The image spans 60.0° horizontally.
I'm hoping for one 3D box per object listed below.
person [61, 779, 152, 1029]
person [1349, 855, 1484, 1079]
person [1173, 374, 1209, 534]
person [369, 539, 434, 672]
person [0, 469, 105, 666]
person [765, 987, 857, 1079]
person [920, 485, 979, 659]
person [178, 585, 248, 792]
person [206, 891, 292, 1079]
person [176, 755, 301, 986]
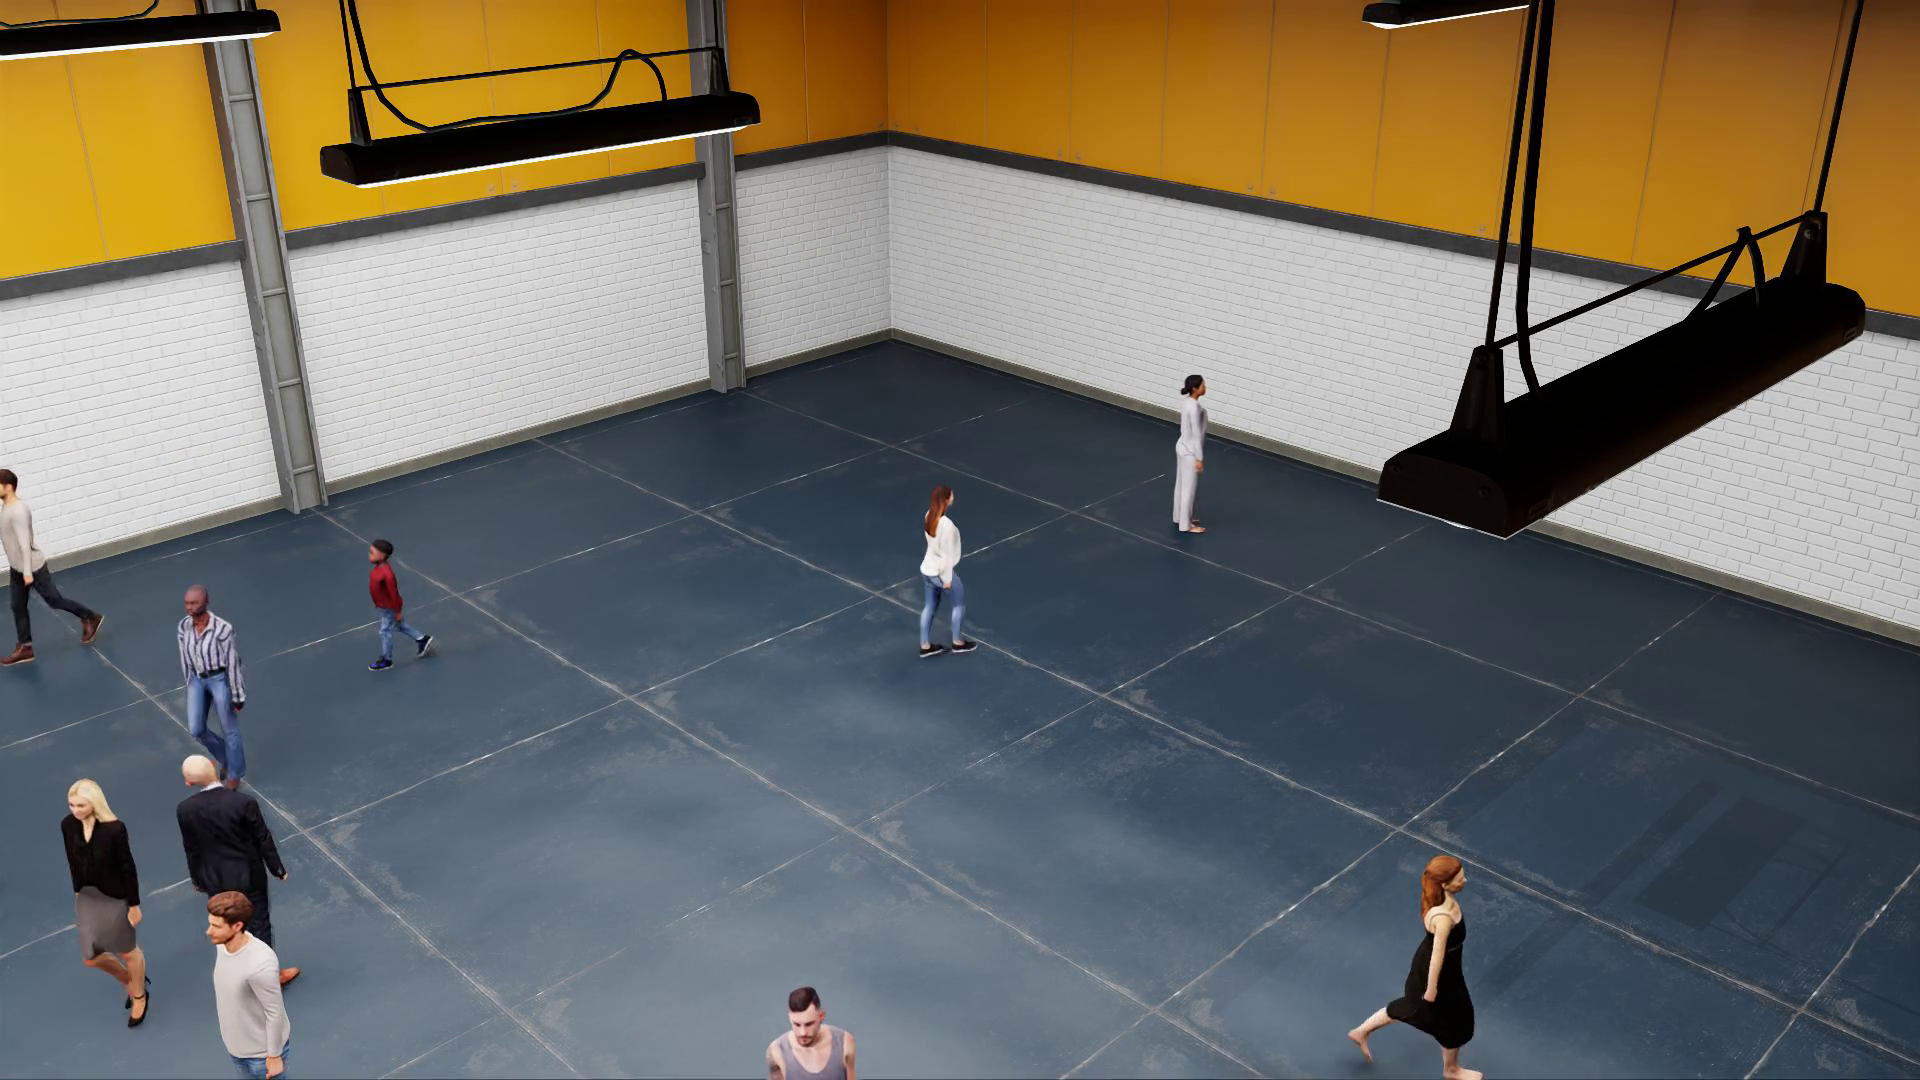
[{"bbox_3d":[-5.316,2.252,10.506,0.769,1.833,0.817,3,24,7],"label":"person"},{"bbox_3d":[2.783,2.587,10.039,1.008,1.594,1.061,4,24,10],"label":"person"},{"bbox_3d":[2.479,-0.956,17.967,0.759,1.736,0.718,-2,24,-4],"label":"person"},{"bbox_3d":[-5.117,0.563,15.105,0.882,1.244,0.635,-13,27,-26],"label":"person"},{"bbox_3d":[-8.389,0.220,15.151,0.729,1.836,1.198,18,29,35],"label":"person"},{"bbox_3d":[-0.775,3.065,8.806,0.781,1.829,0.863,-3,24,-7],"label":"person"},{"bbox_3d":[-0.252,0.320,15.125,0.847,1.672,0.746,-12,26,-26],"label":"person"},{"bbox_3d":[-5.835,1.139,13.113,0.765,1.784,0.808,3,24,6],"label":"person"},{"bbox_3d":[-3.909,2.760,9.255,0.682,1.905,0.618,17,29,34],"label":"person"},{"bbox_3d":[-4.671,2.172,10.756,0.815,1.780,0.875,7,24,15],"label":"person"}]
